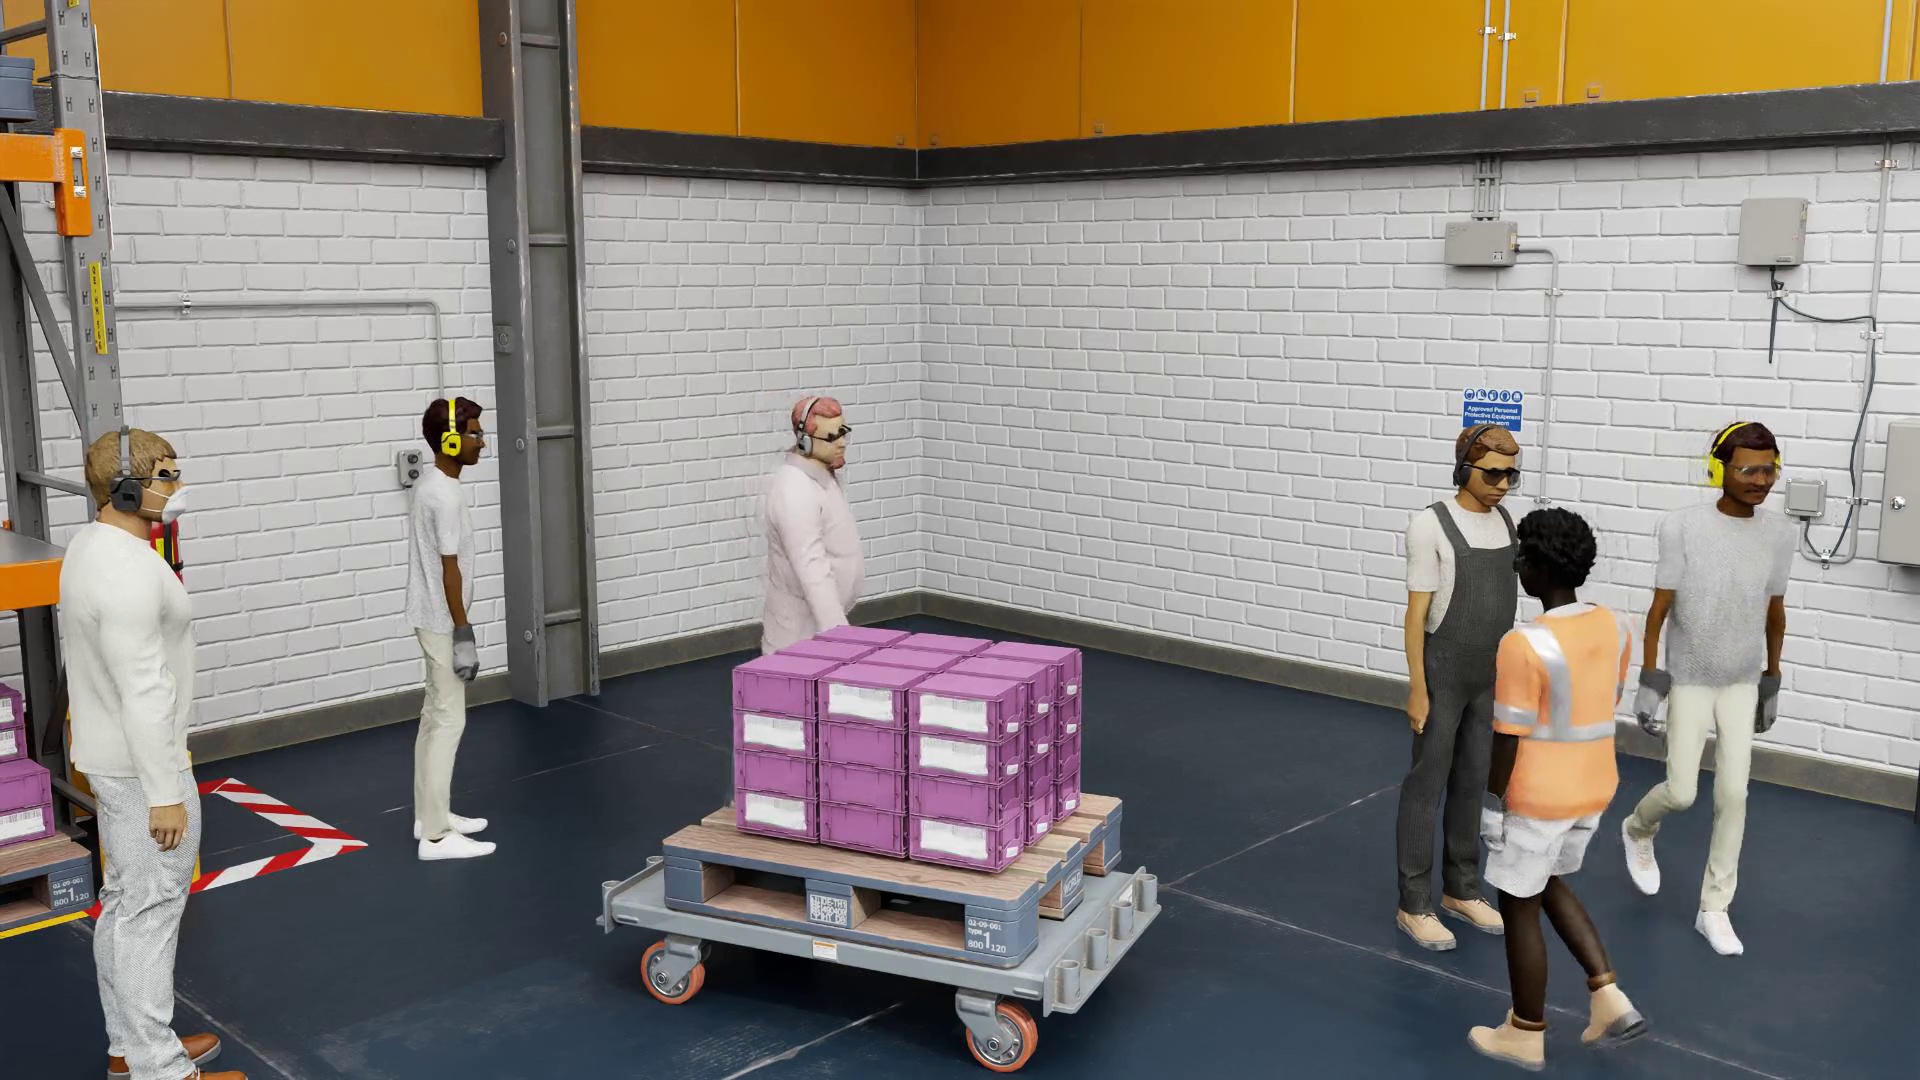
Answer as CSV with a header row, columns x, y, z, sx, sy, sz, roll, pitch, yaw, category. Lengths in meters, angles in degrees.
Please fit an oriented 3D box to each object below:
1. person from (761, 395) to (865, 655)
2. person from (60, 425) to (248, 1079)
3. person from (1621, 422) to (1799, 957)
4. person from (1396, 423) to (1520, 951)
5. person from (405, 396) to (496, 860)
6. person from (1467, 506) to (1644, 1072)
x,y,z,sx,sy,sz,roll,pitch,yaw,category
-0.517,0.339,6.794,0.970,1.856,0.667,1,9,5,person
-2.295,0.643,4.680,0.355,1.938,0.637,-6,11,-35,person
2.623,0.486,5.897,0.548,1.856,0.596,0,9,-1,person
1.770,0.503,5.845,0.506,1.840,0.343,-5,11,-29,person
-2.072,0.354,6.733,0.350,1.854,0.507,-4,10,-22,person
1.734,0.740,4.852,0.545,1.682,0.404,-7,11,-35,person
